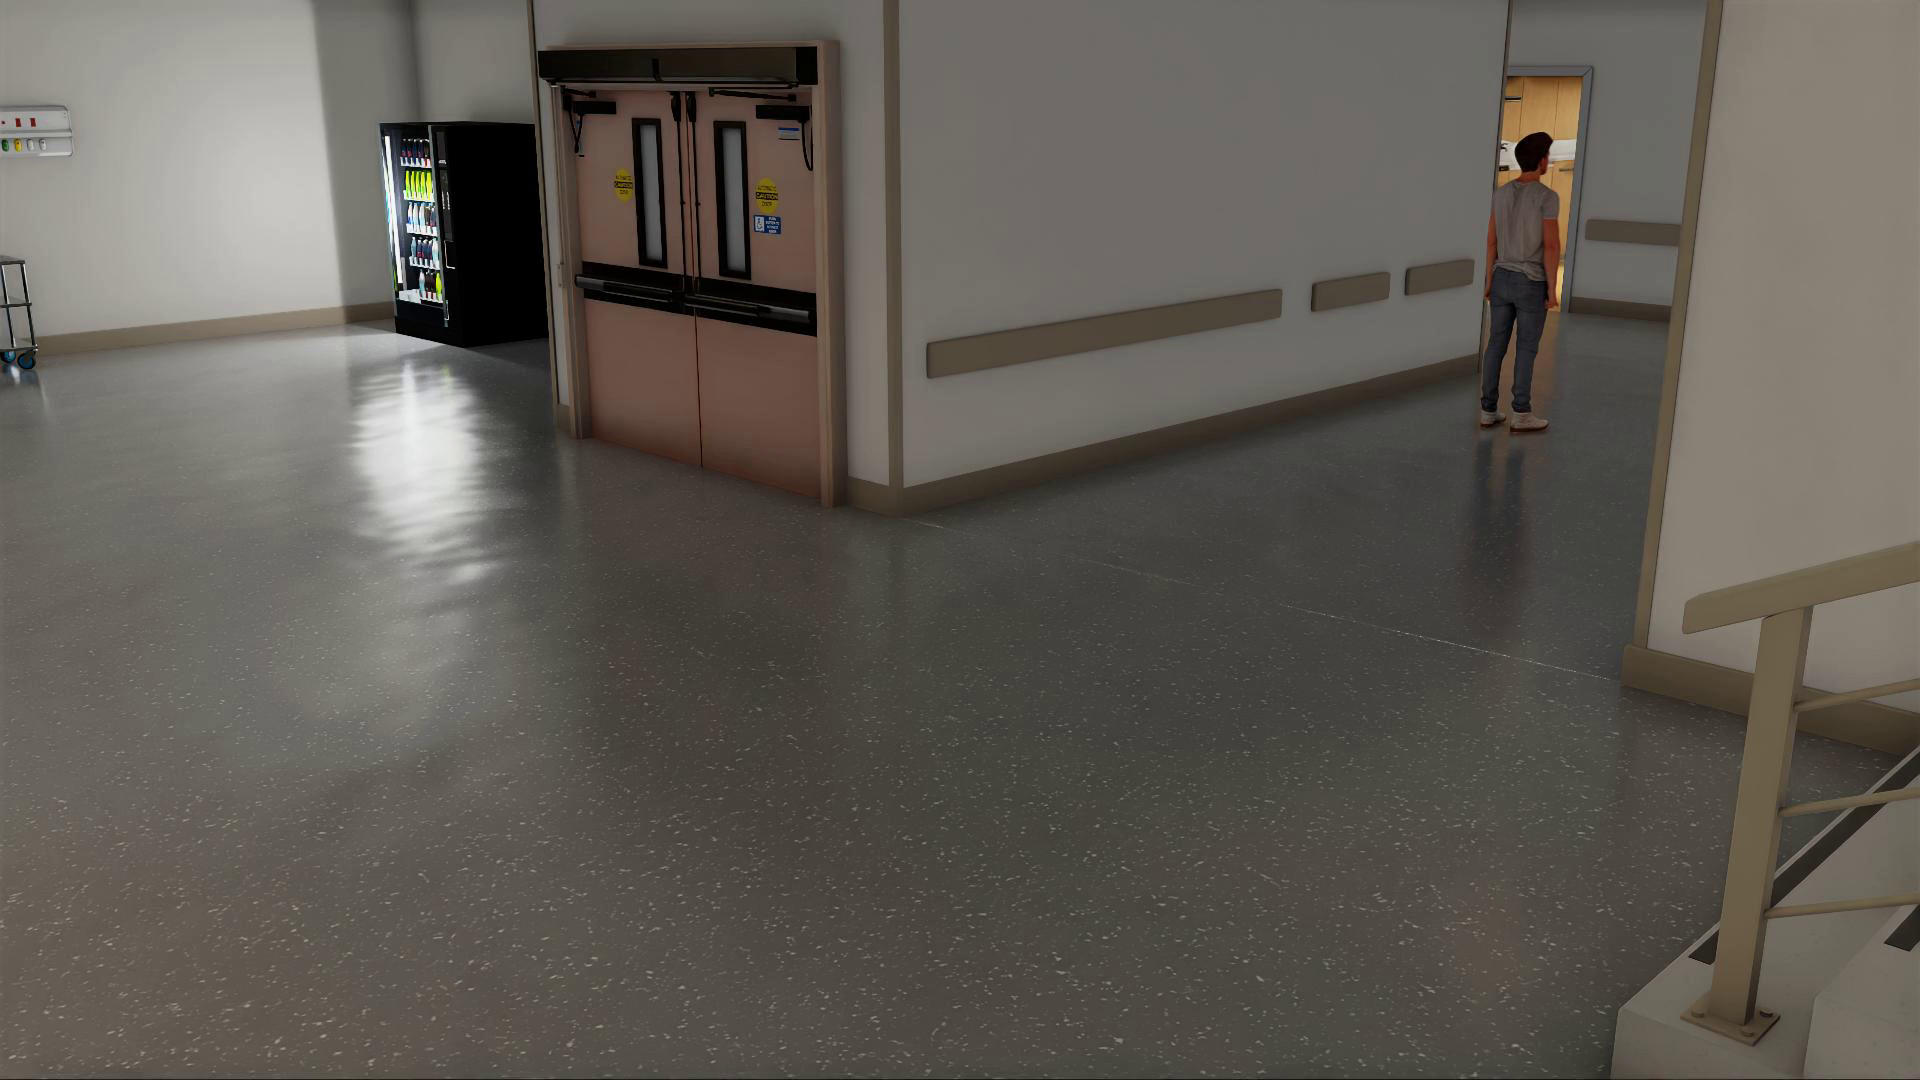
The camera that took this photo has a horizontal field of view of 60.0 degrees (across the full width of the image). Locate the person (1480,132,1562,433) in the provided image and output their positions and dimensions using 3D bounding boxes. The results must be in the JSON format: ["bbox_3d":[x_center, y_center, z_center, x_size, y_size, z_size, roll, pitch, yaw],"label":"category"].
[{"bbox_3d":[3.612,-1.663,10.739,0.745,1.896,0.504,-13,20,-38],"label":"person"}]
